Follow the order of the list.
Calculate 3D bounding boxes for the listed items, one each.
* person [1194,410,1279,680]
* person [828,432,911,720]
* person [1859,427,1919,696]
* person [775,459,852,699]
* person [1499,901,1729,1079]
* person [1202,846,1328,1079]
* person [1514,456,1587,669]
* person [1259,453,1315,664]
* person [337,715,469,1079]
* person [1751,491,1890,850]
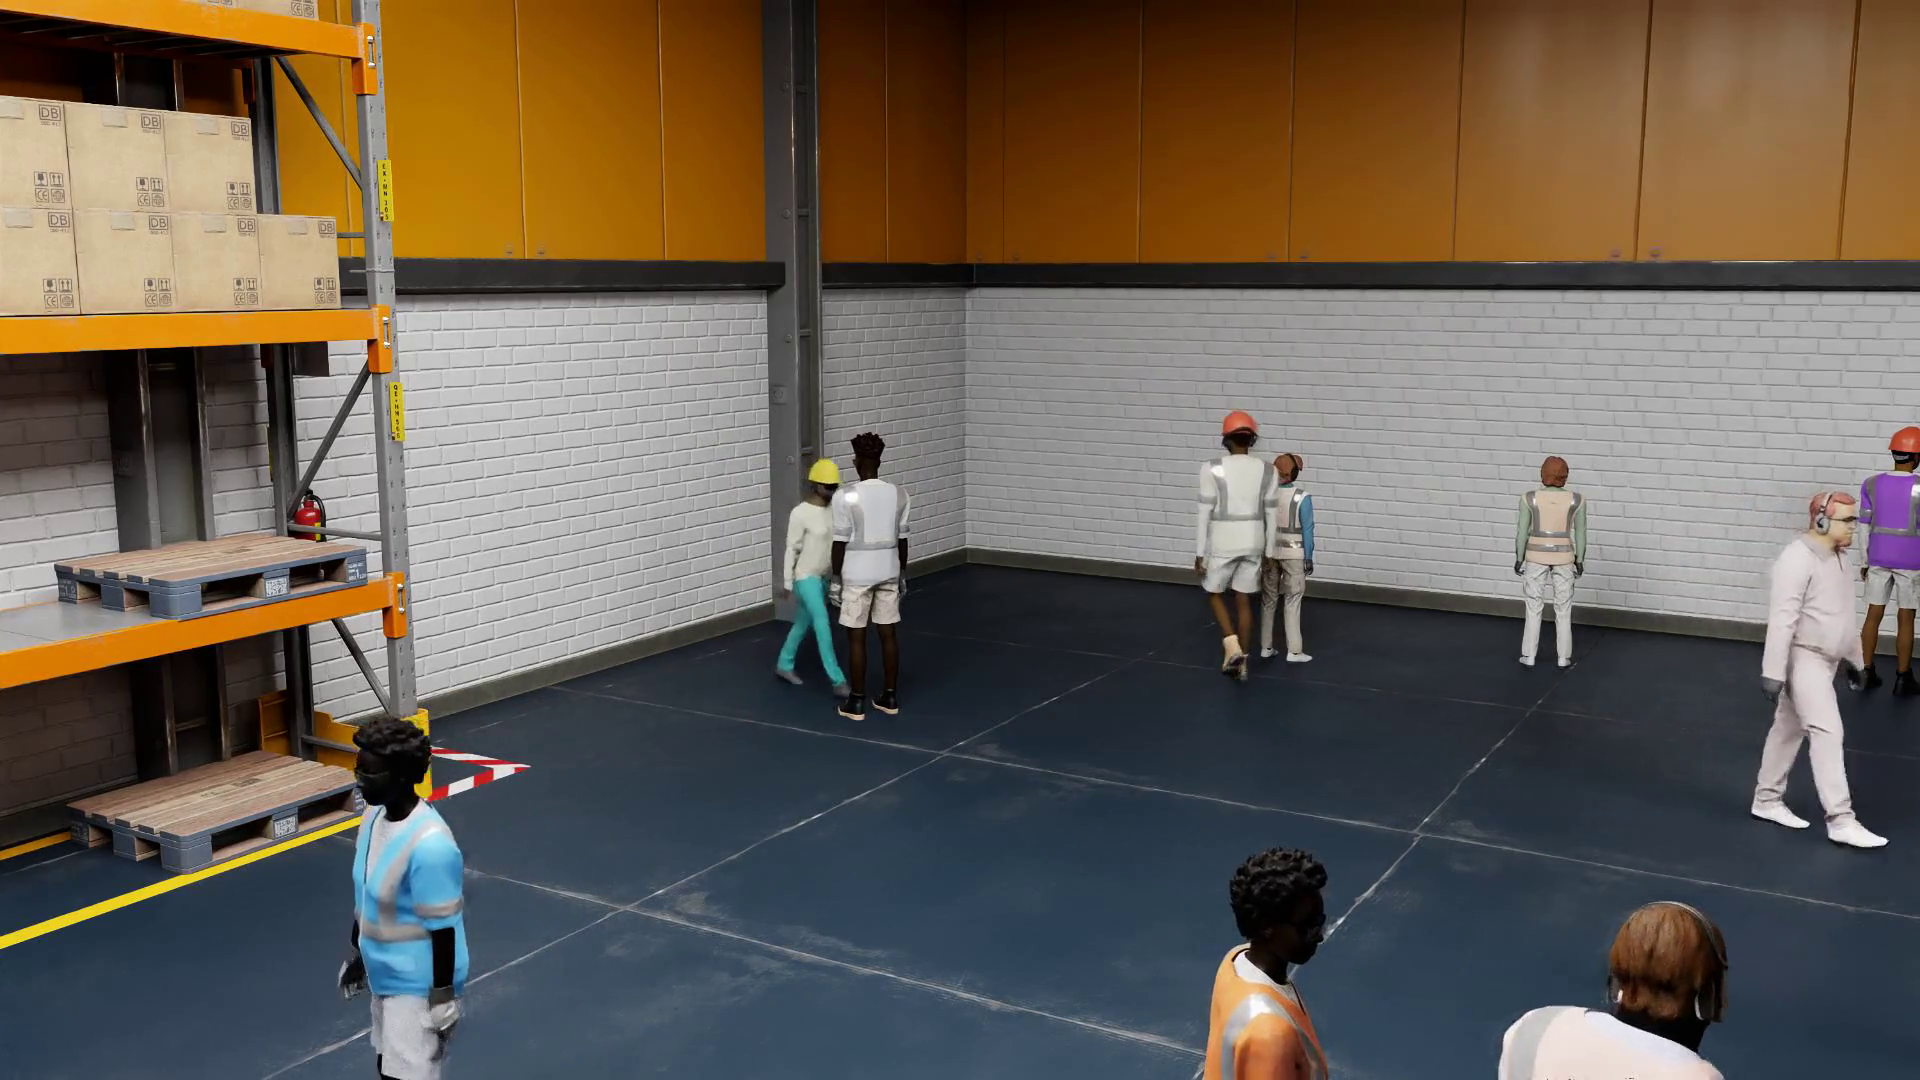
[{"bbox_3d":[2.051,0.051,12.369,0.660,2.021,0.564,-2,9,-10],"label":"person"},{"bbox_3d":[-0.617,0.244,11.353,0.605,1.959,0.372,-6,11,-34],"label":"person"},{"bbox_3d":[6.772,0.149,12.010,0.357,1.938,0.543,-7,11,-36],"label":"person"},{"bbox_3d":[-1.048,0.260,12.022,0.900,1.719,0.522,7,11,37],"label":"person"},{"bbox_3d":[1.269,1.615,3.287,0.721,1.815,0.641,-6,11,-34],"label":"person"},{"bbox_3d":[0.715,1.553,3.990,0.322,1.698,0.533,0,9,3],"label":"person"},{"bbox_3d":[4.528,0.176,12.774,0.525,1.639,0.307,2,9,12],"label":"person"},{"bbox_3d":[2.532,0.142,12.983,0.514,1.641,0.309,9,13,44],"label":"person"},{"bbox_3d":[-1.722,1.365,5.198,0.439,1.688,0.552,-7,11,-37],"label":"person"},{"bbox_3d":[4.669,0.684,8.844,0.680,1.872,0.864,-8,12,-43],"label":"person"}]
